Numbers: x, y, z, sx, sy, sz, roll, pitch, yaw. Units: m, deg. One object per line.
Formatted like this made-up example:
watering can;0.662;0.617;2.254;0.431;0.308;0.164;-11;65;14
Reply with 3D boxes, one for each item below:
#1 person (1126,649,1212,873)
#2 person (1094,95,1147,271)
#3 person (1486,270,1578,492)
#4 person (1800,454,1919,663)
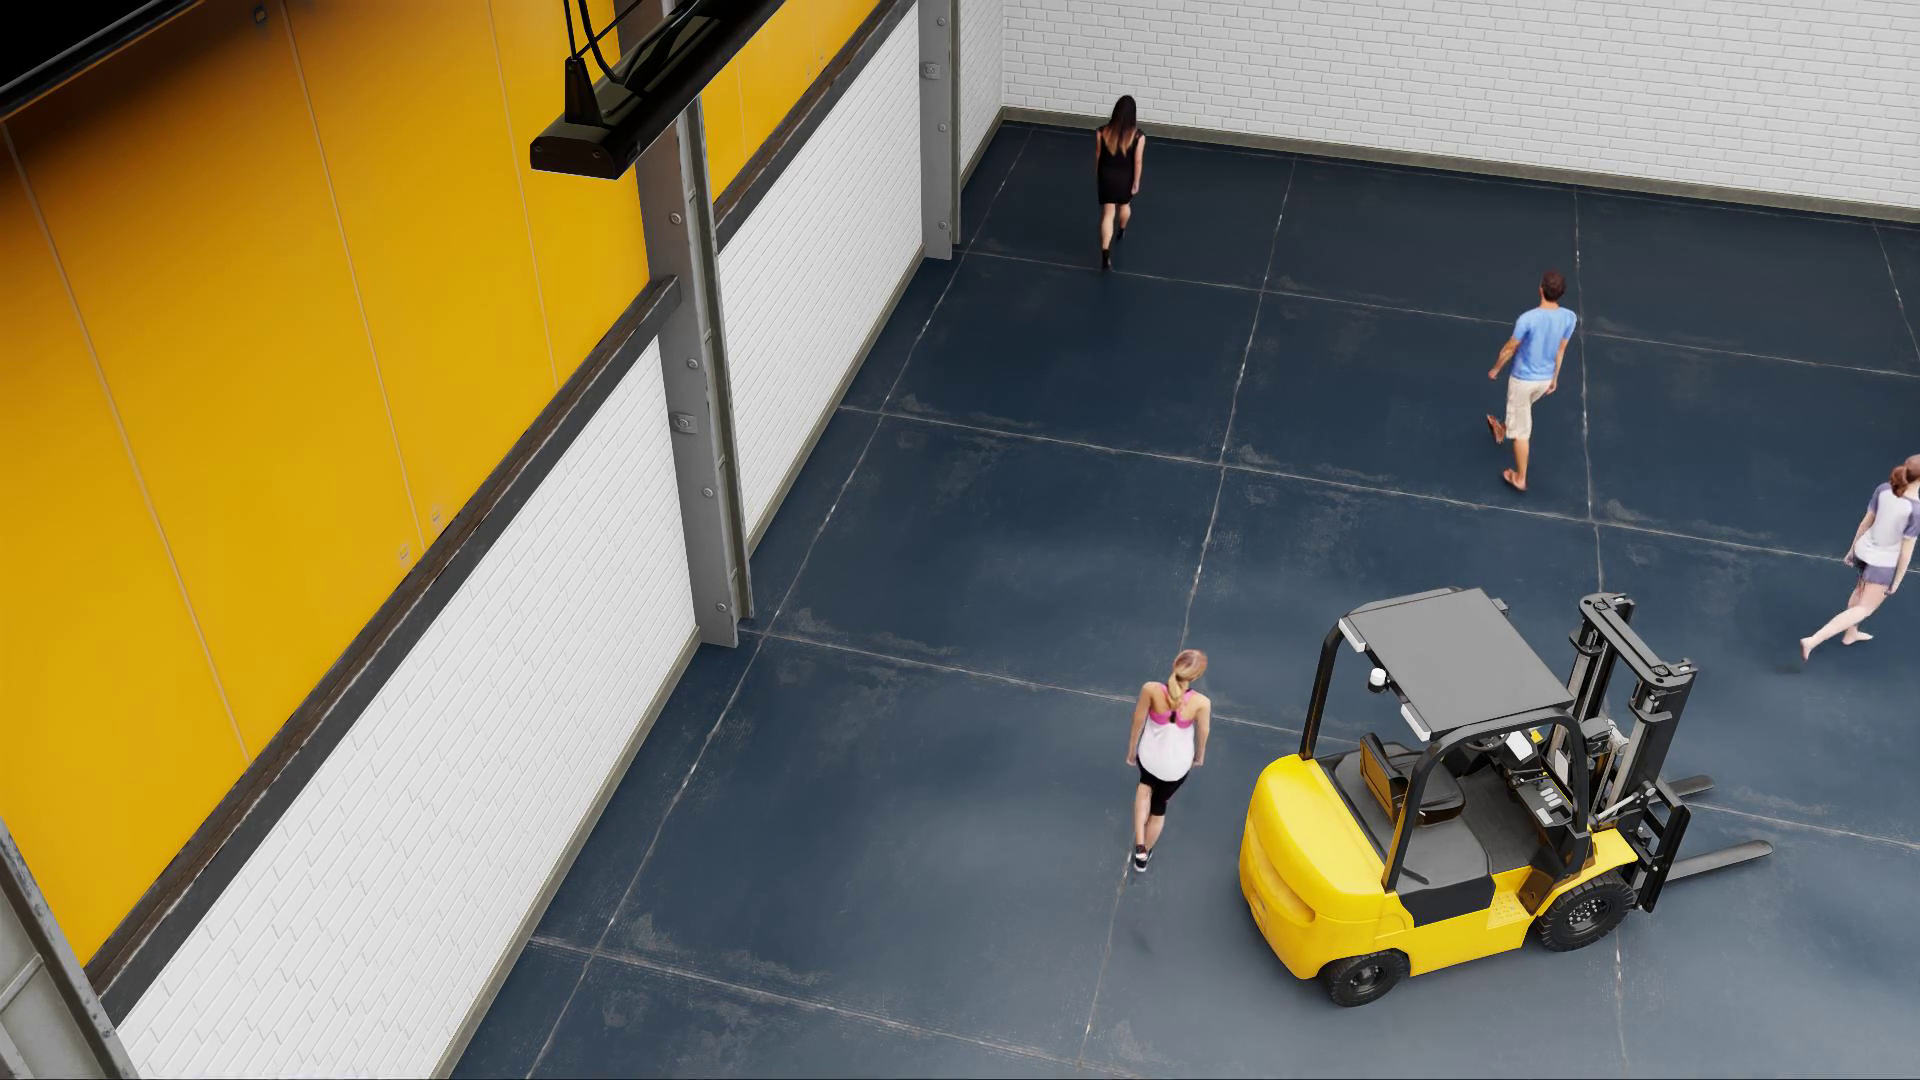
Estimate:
person;1.222;1.404;10.053;0.612;1.759;0.597;7;39;9
person;1.507;-3.434;16.184;0.730;1.669;1.124;5;39;6
person;4.603;-1.230;13.300;1.025;1.824;1.250;-10;40;-12
person;6.342;0.154;11.632;0.998;1.742;1.032;-12;40;-15
